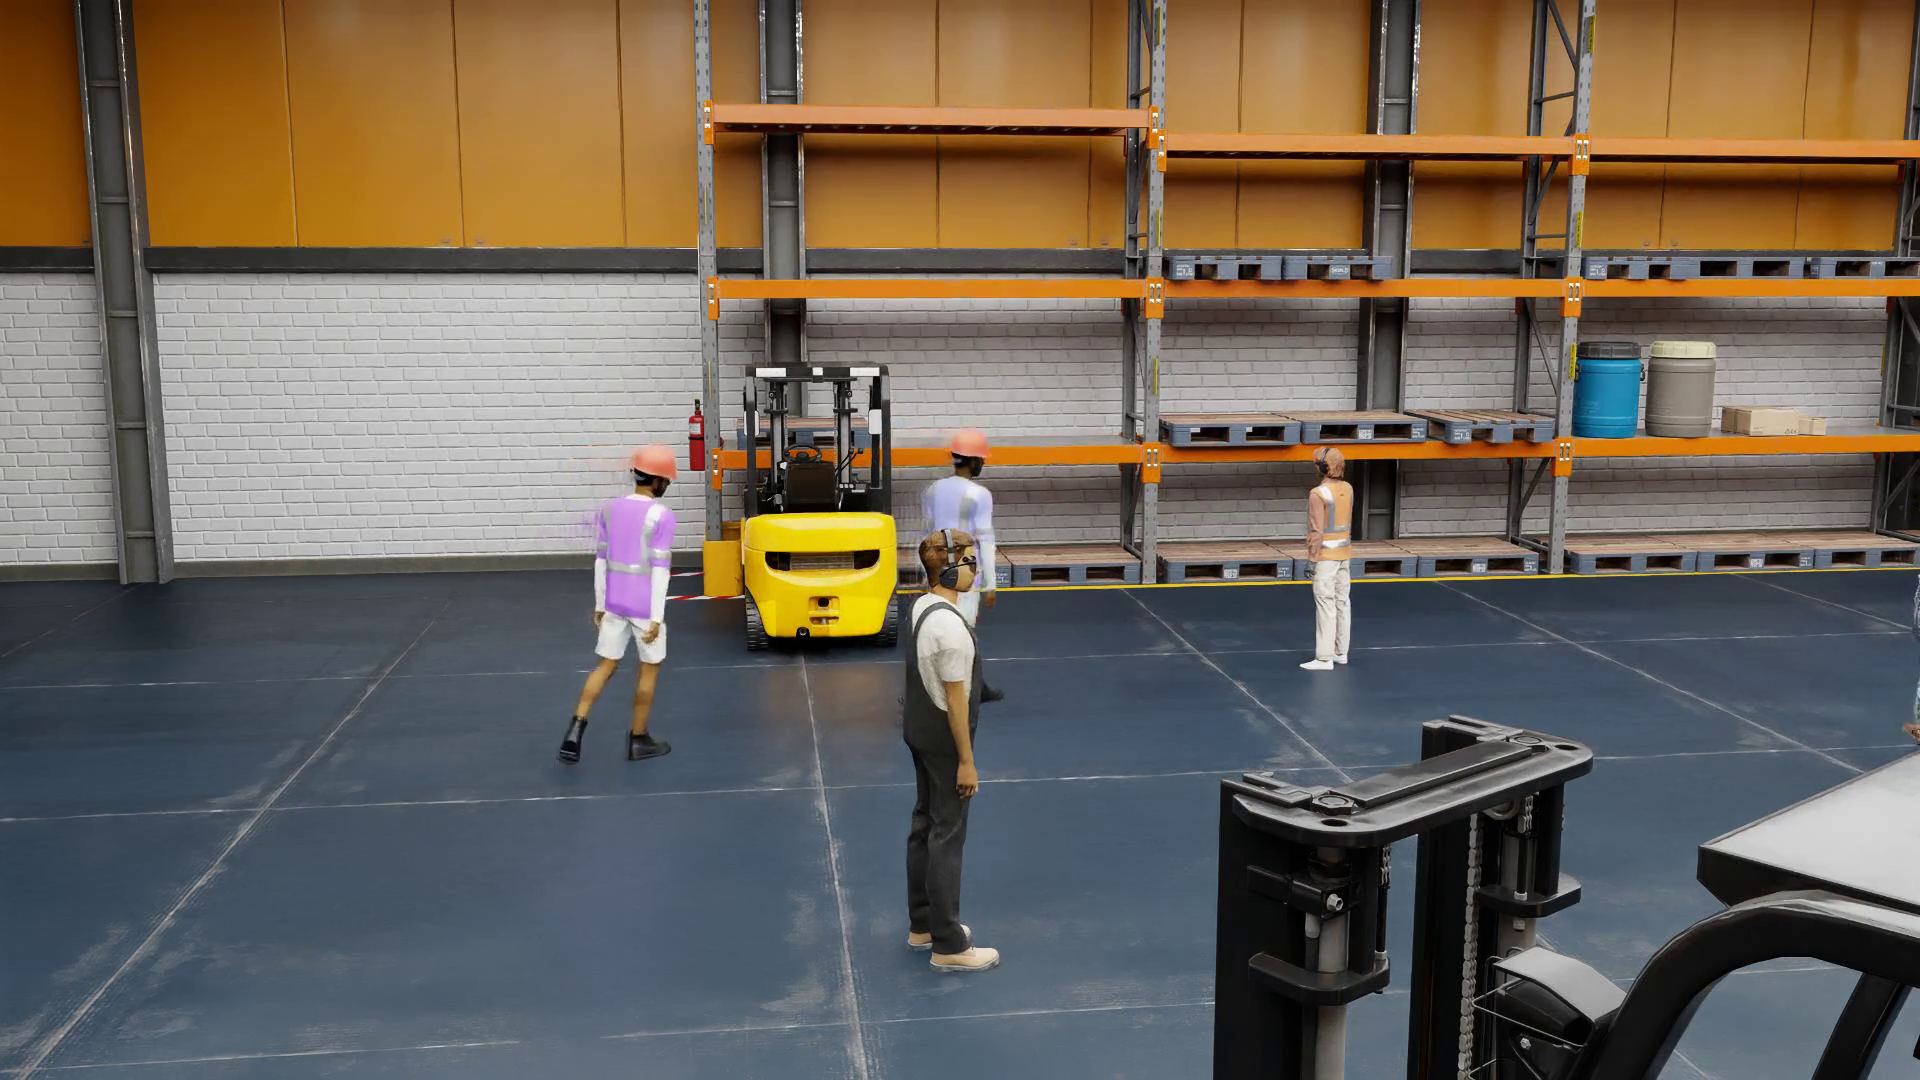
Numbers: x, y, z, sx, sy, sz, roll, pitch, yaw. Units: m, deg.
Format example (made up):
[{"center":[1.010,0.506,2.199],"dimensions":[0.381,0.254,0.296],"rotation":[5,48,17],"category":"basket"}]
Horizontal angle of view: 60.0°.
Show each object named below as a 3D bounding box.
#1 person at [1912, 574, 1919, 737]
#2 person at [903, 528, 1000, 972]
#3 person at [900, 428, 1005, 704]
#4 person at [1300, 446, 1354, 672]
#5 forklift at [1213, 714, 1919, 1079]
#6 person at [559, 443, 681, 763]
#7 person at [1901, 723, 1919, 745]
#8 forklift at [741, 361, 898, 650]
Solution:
[{"center":[5.246,0.584,8.783],"dimensions":[0.426,1.810,0.610],"rotation":[1,9,9],"category":"person"},{"center":[-0.058,0.865,6.931],"dimensions":[0.345,1.847,0.504],"rotation":[-4,10,-21],"category":"person"},{"center":[-0.041,0.222,10.824],"dimensions":[0.926,1.904,0.559],"rotation":[-8,12,-41],"category":"person"},{"center":[2.680,0.139,12.100],"dimensions":[0.315,1.641,0.514],"rotation":[8,12,42],"category":"person"},{"center":[1.441,1.425,2.350],"dimensions":[1.214,2.155,2.313],"rotation":[-7,12,-39],"category":"forklift"},{"center":[-1.958,0.393,9.722],"dimensions":[0.586,1.902,0.777],"rotation":[5,11,30],"category":"person"},{"center":[6.121,0.399,9.734],"dimensions":[0.643,1.872,0.973],"rotation":[-9,13,-44],"category":"person"},{"center":[-1.154,-0.340,13.365],"dimensions":[1.214,2.155,2.313],"rotation":[-1,9,-7],"category":"forklift"}]
